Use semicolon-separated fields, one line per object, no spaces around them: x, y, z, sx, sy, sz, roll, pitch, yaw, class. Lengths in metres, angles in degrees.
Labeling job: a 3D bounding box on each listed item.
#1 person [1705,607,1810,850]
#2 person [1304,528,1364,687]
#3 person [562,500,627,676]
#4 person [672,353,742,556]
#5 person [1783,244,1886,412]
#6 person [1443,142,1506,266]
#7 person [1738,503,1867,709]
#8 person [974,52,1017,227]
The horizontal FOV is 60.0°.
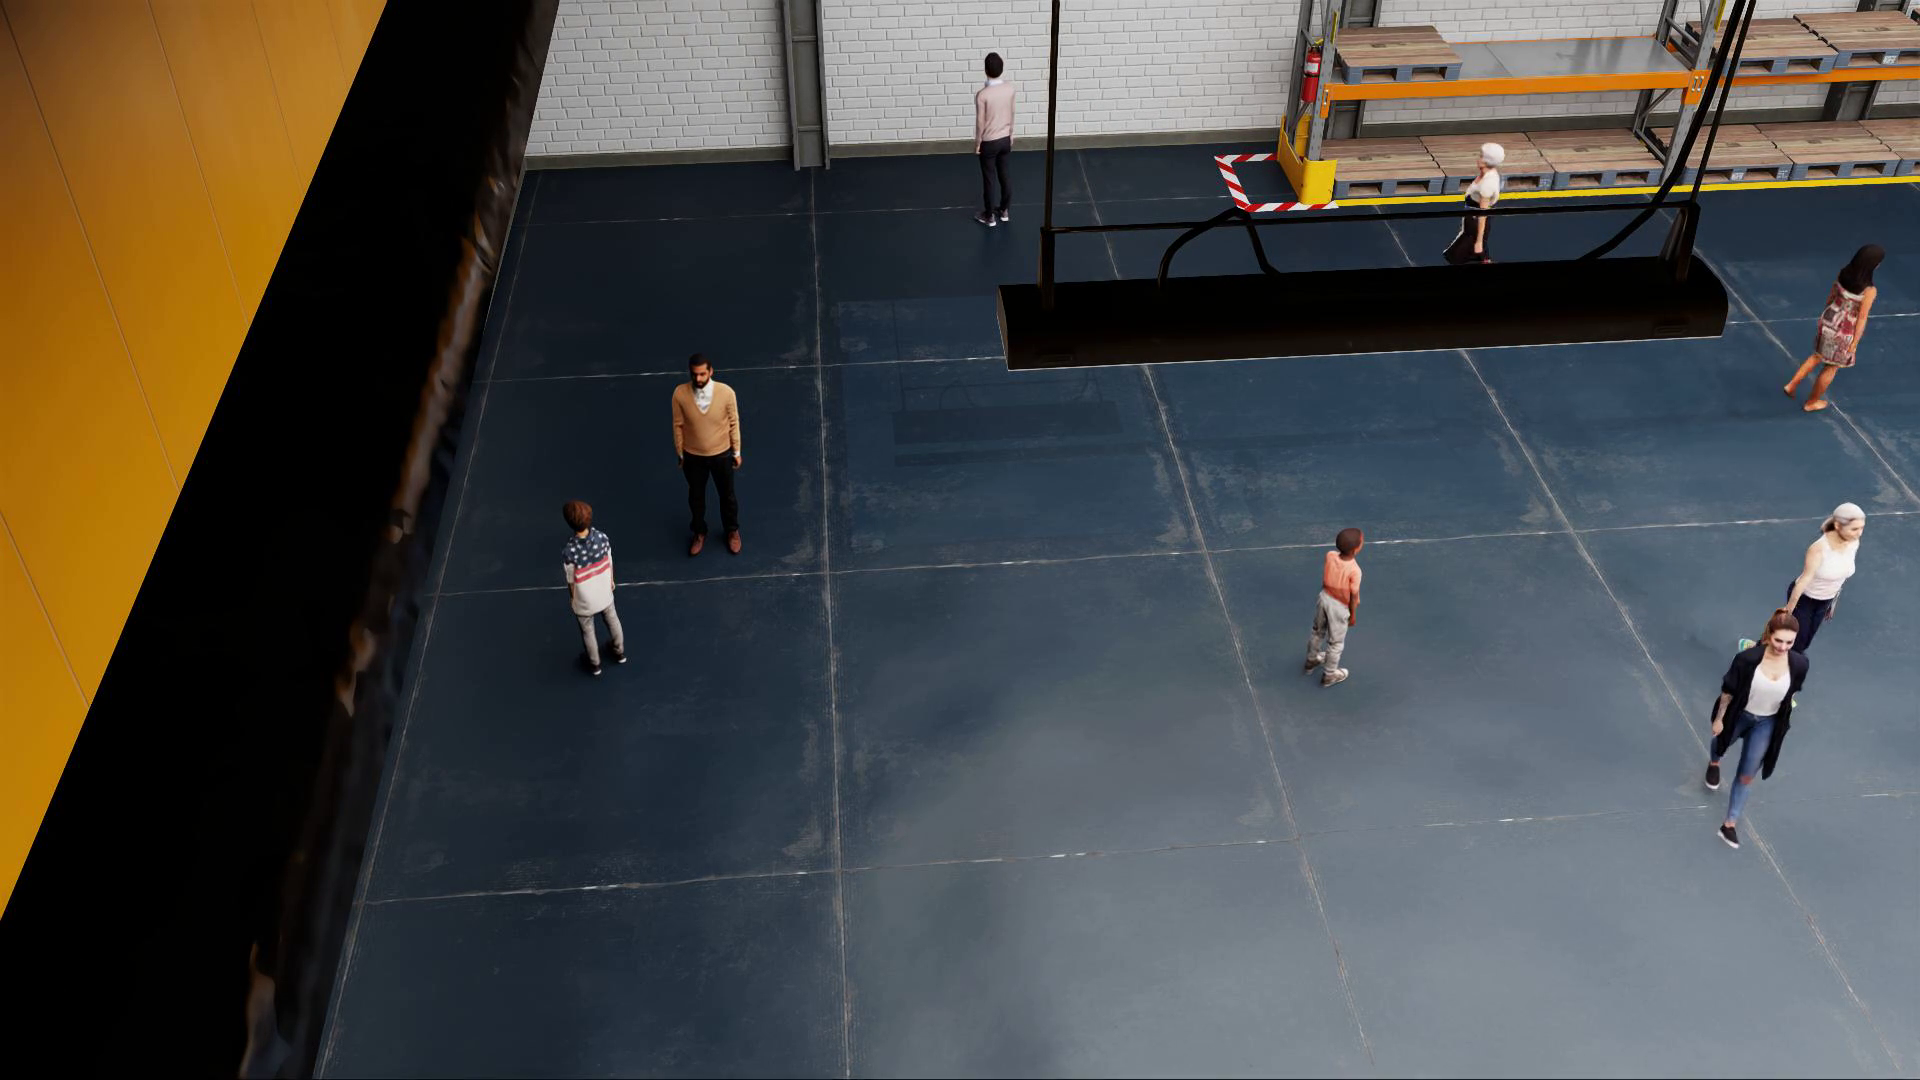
5.041;1.077;10.661;1.124;1.636;0.966;10;40;13;person
2.641;0.456;11.702;0.567;1.307;0.539;-22;43;-25;person
-2.606;0.326;11.760;0.565;1.438;0.644;-29;47;-32;person
-1.931;-0.677;12.763;0.511;1.754;0.707;-2;39;-3;person
7.460;-1.796;14.259;0.807;1.636;0.746;-12;40;-15;person
4.907;-2.842;15.514;1.199;1.705;0.984;15;41;18;person
5.780;0.389;11.483;0.801;1.686;0.819;-16;41;-19;person
0.350;-4.091;16.995;0.641;1.808;0.764;-21;43;-24;person
